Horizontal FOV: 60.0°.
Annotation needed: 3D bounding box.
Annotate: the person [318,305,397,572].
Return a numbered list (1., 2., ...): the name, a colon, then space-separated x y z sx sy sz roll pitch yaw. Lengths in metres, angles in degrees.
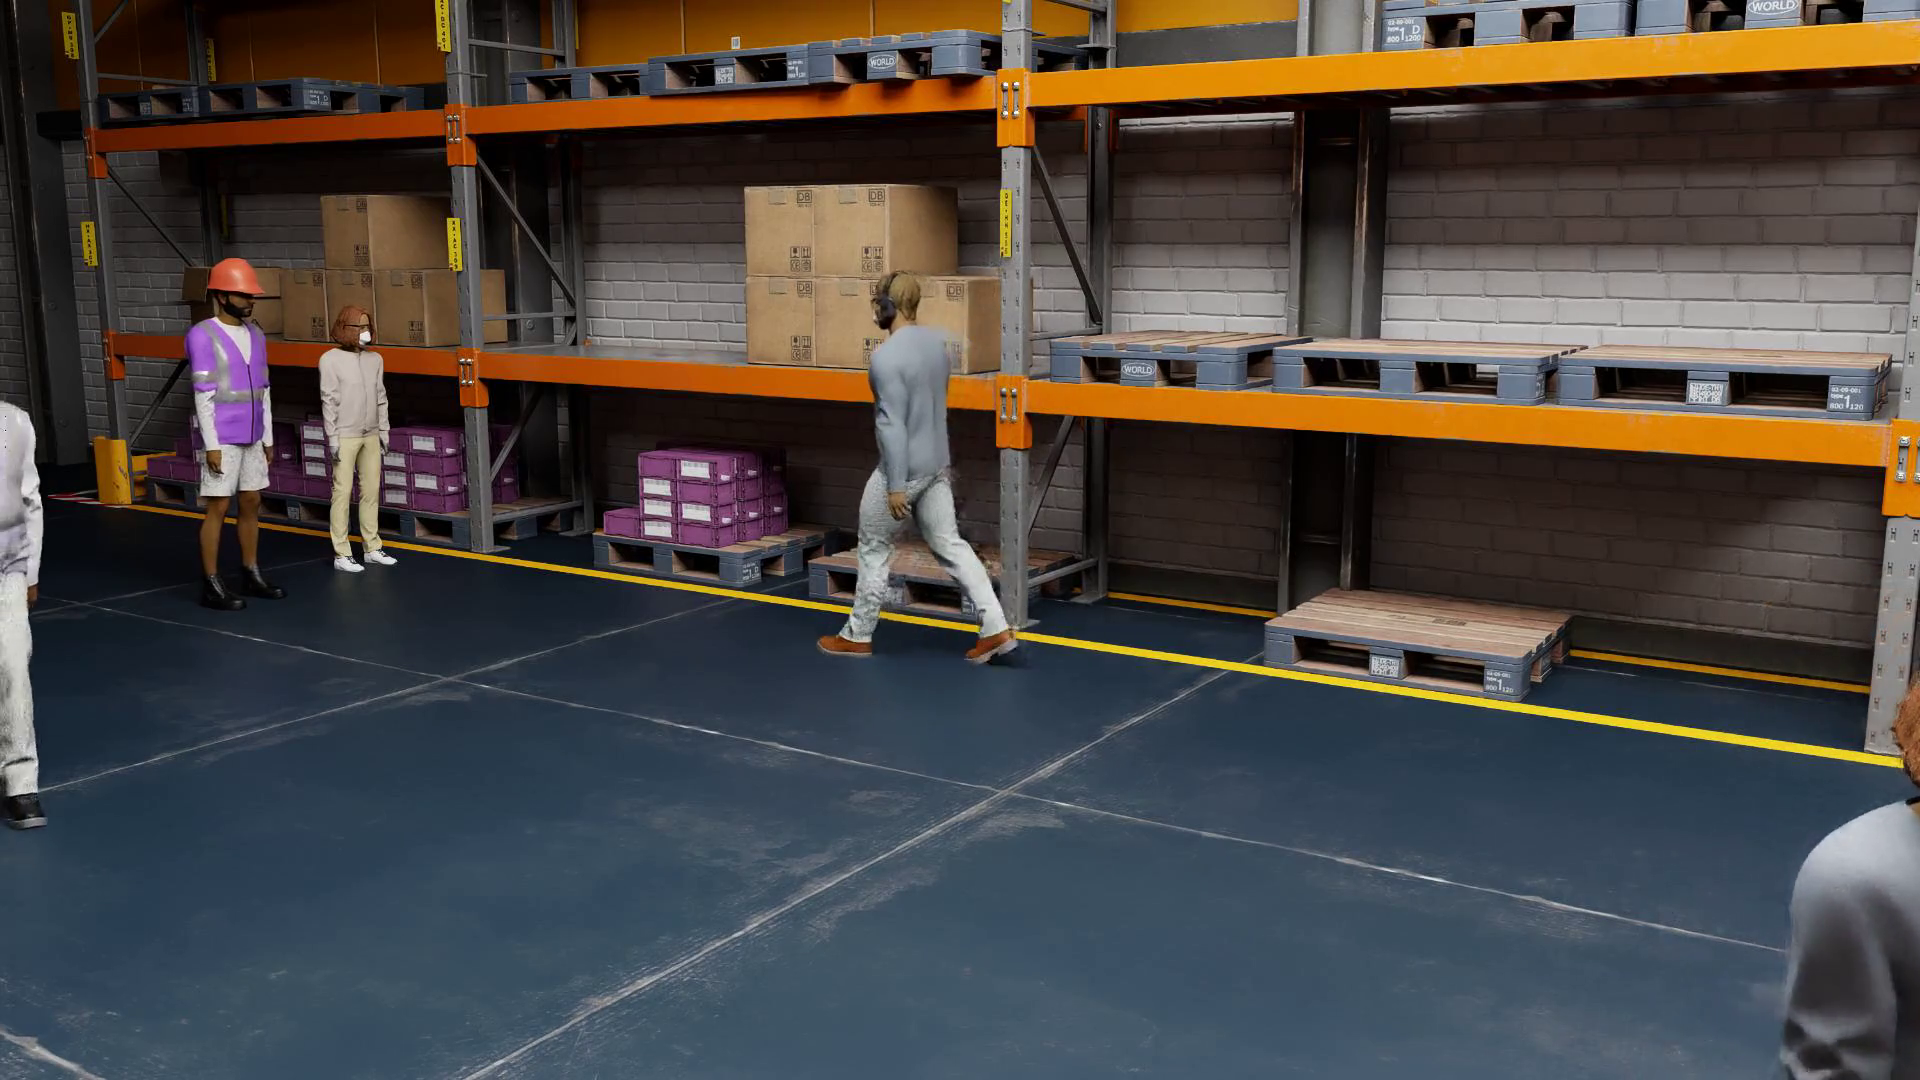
1. person: -3.711 -0.623 10.238 0.277 1.629 0.496 5 12 27

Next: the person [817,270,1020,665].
1. person: -0.180 -0.330 7.900 1.028 1.896 0.649 5 12 28

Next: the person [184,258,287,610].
1. person: -3.975 -0.579 9.181 0.413 1.927 0.547 4 11 20

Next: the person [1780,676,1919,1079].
1. person: 1.203 0.862 2.023 0.502 1.639 0.319 -2 10 -12

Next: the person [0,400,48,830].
1. person: -3.540 0.084 5.849 0.858 1.805 0.600 9 14 42
